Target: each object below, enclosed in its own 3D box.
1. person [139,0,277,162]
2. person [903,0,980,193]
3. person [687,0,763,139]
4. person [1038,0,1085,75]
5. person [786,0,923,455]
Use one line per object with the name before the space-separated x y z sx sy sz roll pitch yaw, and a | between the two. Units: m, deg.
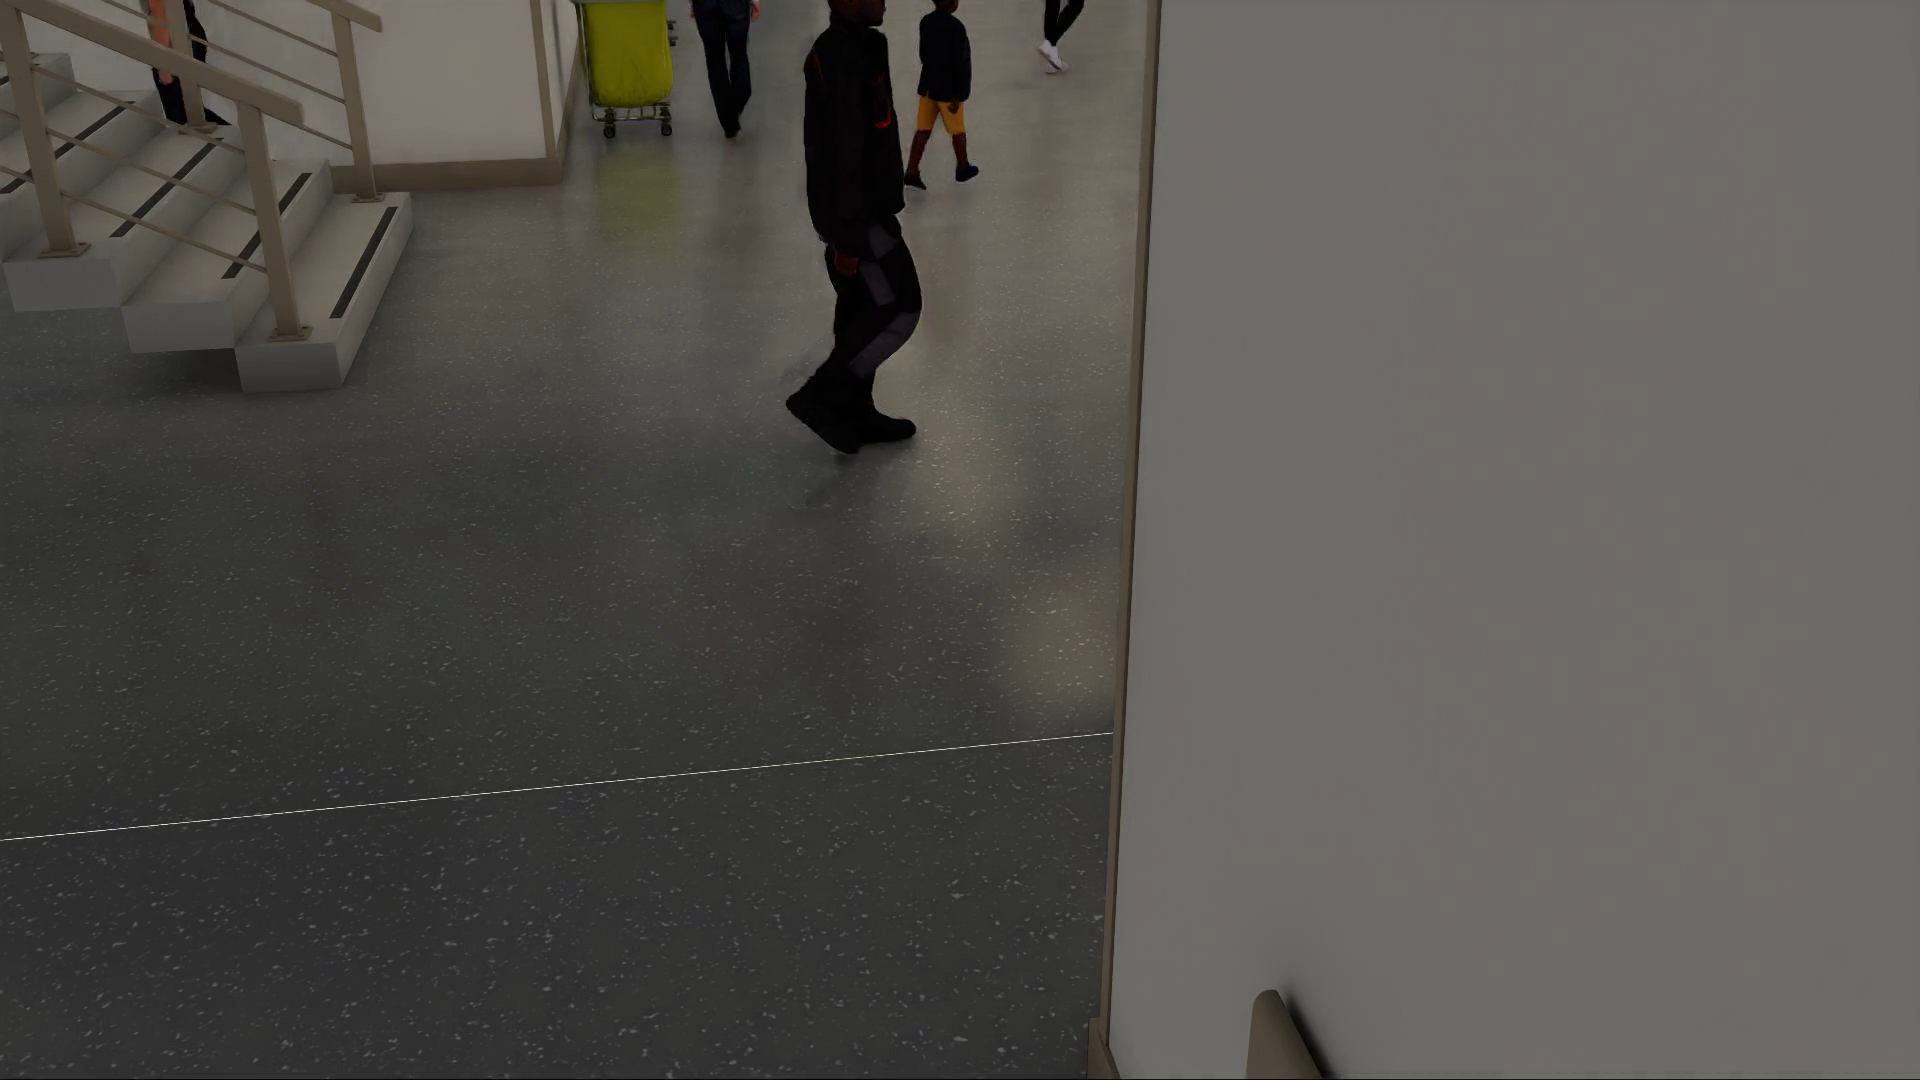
person | -4.228 -2.719 9.166 0.875 1.879 0.669 -5 26 -10
person | -0.158 -2.646 9.742 0.873 1.247 0.933 17 31 32
person | -1.609 -3.566 11.064 1.120 1.757 0.812 -1 26 -2
person | 0.726 -4.578 13.156 0.845 1.762 0.907 17 31 32
person | -0.473 -1.185 6.062 0.731 1.813 0.690 -5 26 -10
